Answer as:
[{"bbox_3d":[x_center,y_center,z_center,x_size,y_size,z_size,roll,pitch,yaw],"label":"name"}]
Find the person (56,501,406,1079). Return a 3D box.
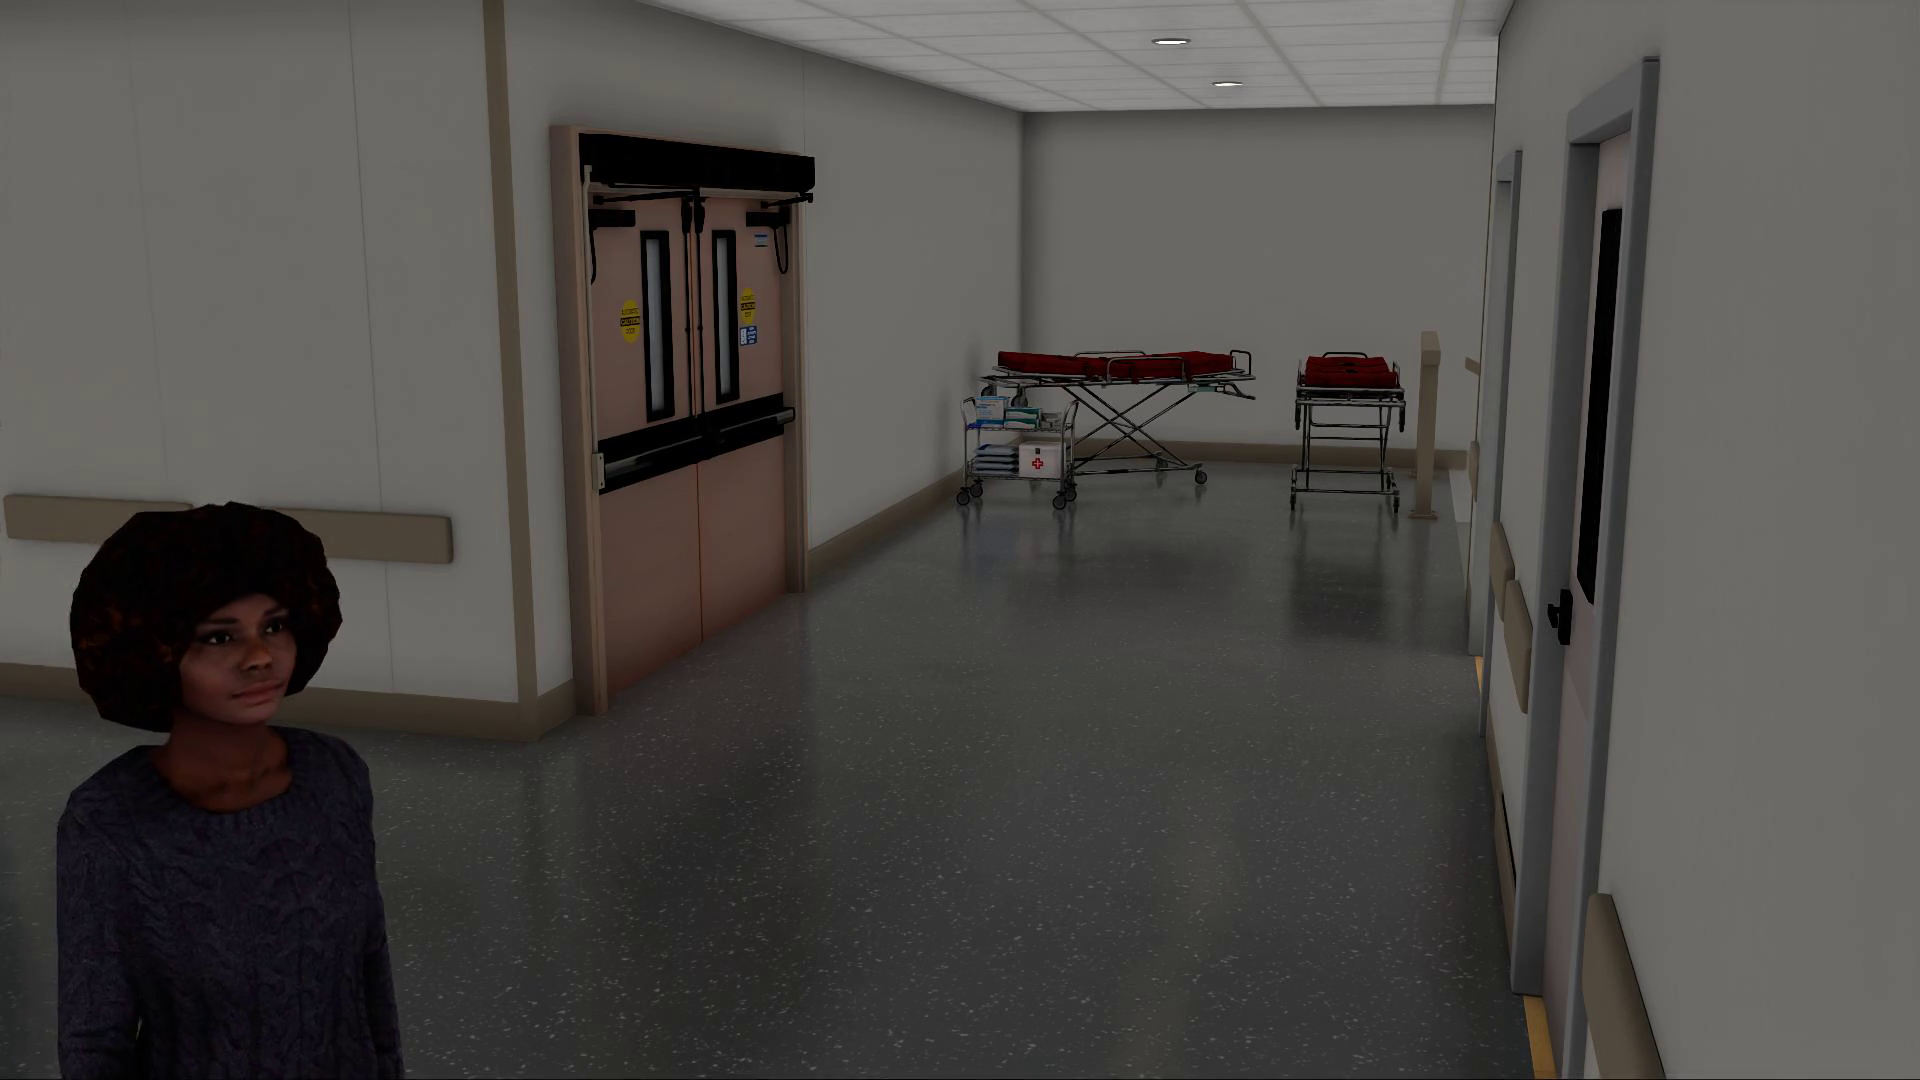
[{"bbox_3d":[-0.909,0.797,2.077,0.756,1.712,0.674,9,14,38],"label":"person"}]
